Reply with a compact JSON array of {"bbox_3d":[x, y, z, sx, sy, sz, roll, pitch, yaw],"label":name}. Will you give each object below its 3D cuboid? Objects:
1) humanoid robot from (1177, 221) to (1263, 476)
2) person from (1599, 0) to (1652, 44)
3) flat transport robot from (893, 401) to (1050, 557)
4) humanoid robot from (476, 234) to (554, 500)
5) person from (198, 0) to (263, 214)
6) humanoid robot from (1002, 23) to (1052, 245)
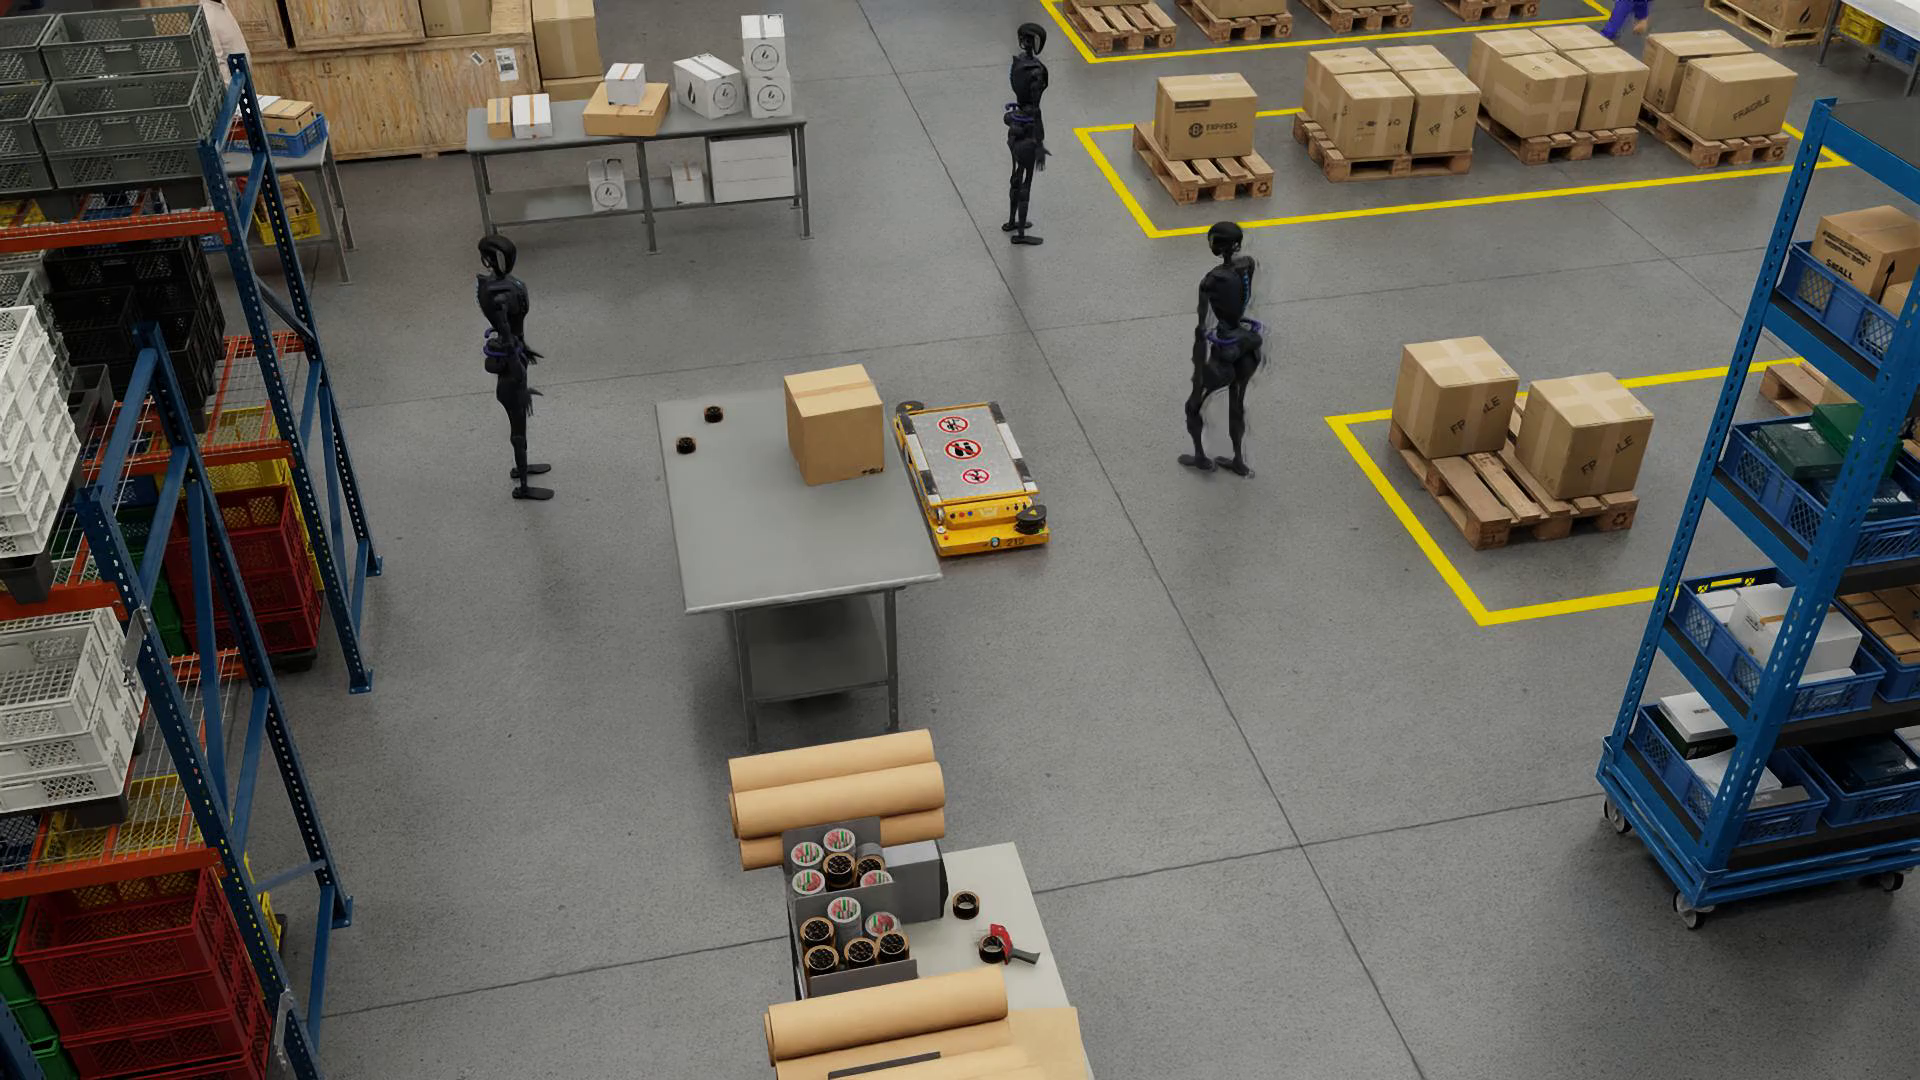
[{"bbox_3d":[1.553,-1.141,9.912,0.621,1.634,0.585,-27,44,-32],"label":"humanoid robot"},{"bbox_3d":[6.530,-5.762,15.816,0.981,2.000,0.731,-17,40,-22],"label":"person"},{"bbox_3d":[0.046,-0.430,10.108,0.652,0.197,1.431,-8,37,-10],"label":"flat transport robot"},{"bbox_3d":[-2.609,-1.030,9.748,0.318,1.654,0.603,-6,37,-9],"label":"humanoid robot"},{"bbox_3d":[-5.582,-3.495,12.810,0.388,1.989,0.610,-6,37,-9],"label":"person"},{"bbox_3d":[0.500,-3.059,12.475,0.318,1.654,0.603,-6,37,-9],"label":"humanoid robot"}]
